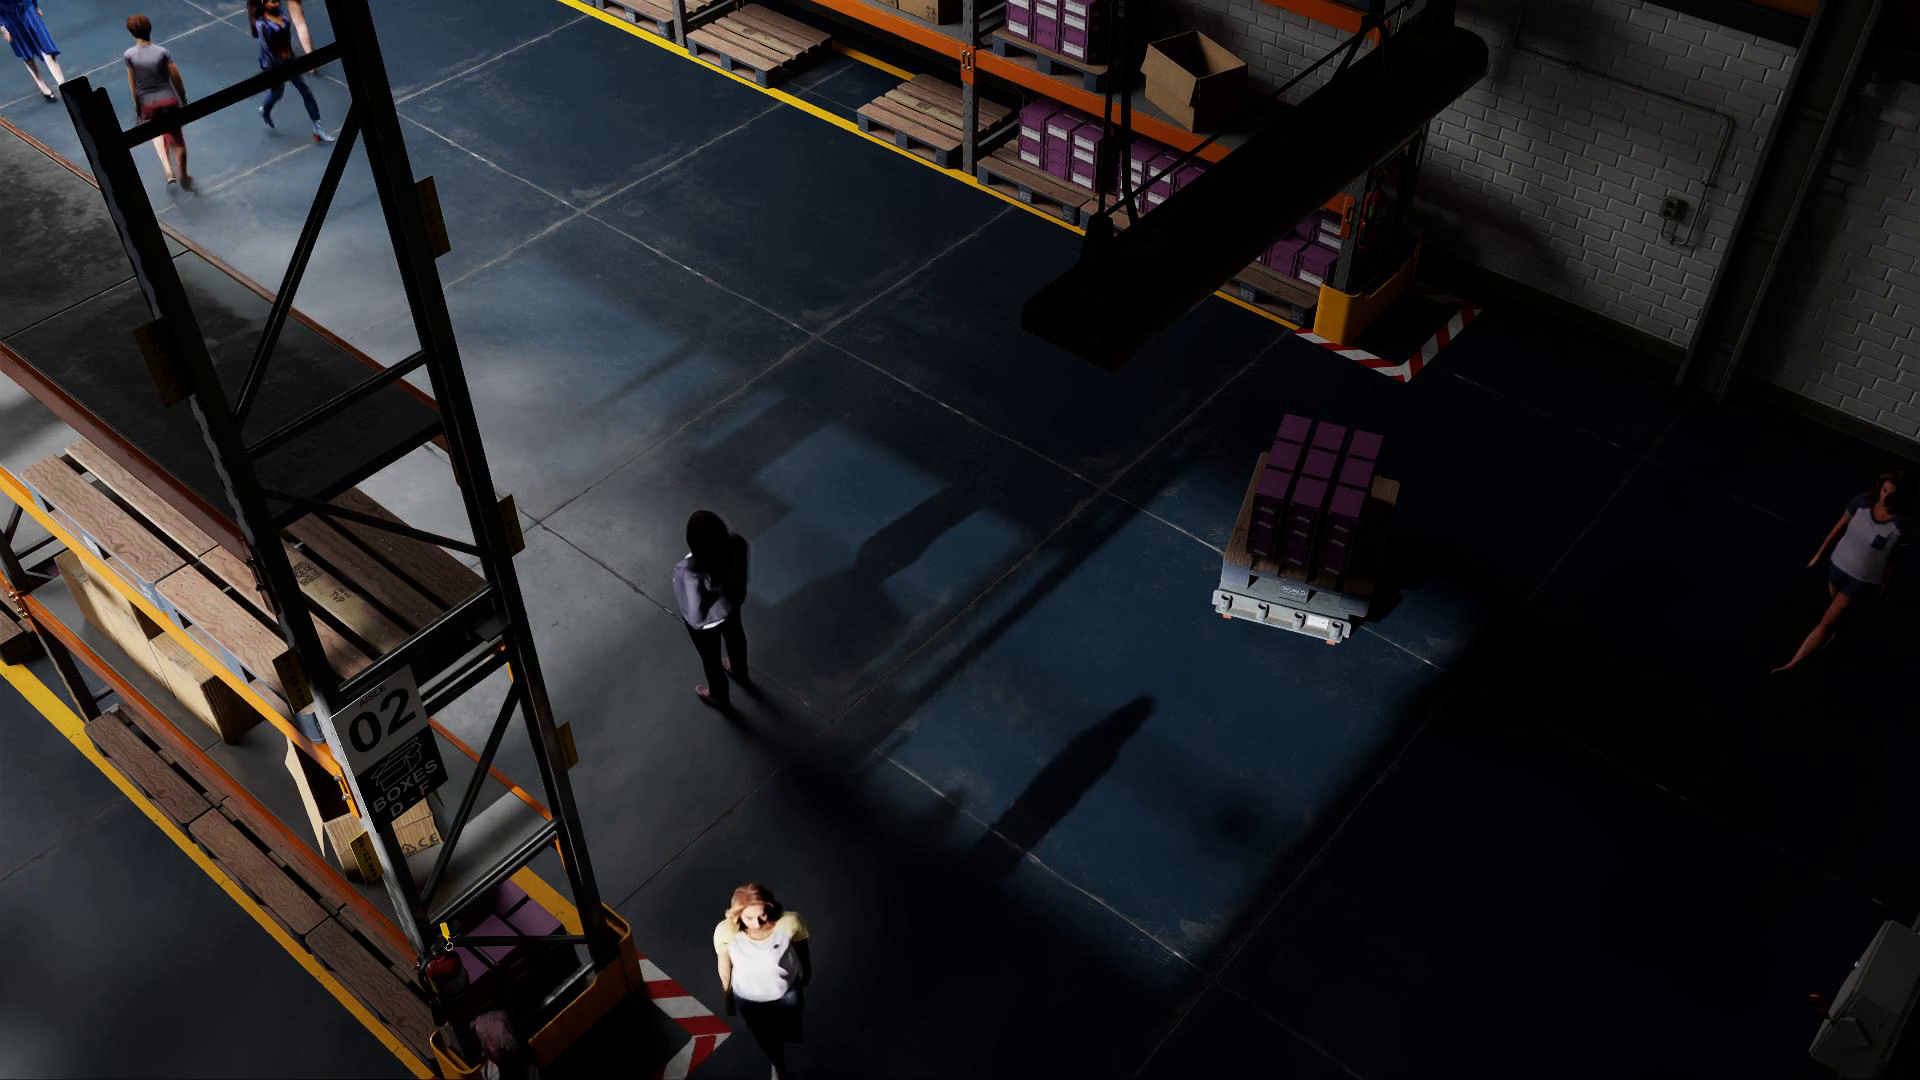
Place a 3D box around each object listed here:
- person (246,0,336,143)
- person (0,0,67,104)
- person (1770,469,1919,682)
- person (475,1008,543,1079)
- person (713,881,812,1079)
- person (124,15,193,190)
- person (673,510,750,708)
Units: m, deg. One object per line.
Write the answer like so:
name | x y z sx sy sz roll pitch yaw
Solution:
person | -6.524 -4.527 15.837 1.153 1.584 0.883 15 46 15
person | -9.213 -5.088 16.281 1.069 1.784 0.699 33 53 30
person | 5.877 0.180 10.821 0.928 1.689 1.050 -20 47 -19
person | -2.040 2.767 8.183 0.891 1.581 1.048 -24 49 -23
person | -1.019 2.246 8.633 0.832 1.714 0.896 -7 44 -7
person | -7.289 -3.928 15.175 0.781 1.629 0.839 -15 46 -15
person | -1.567 0.420 10.635 0.657 1.597 0.663 27 50 25
